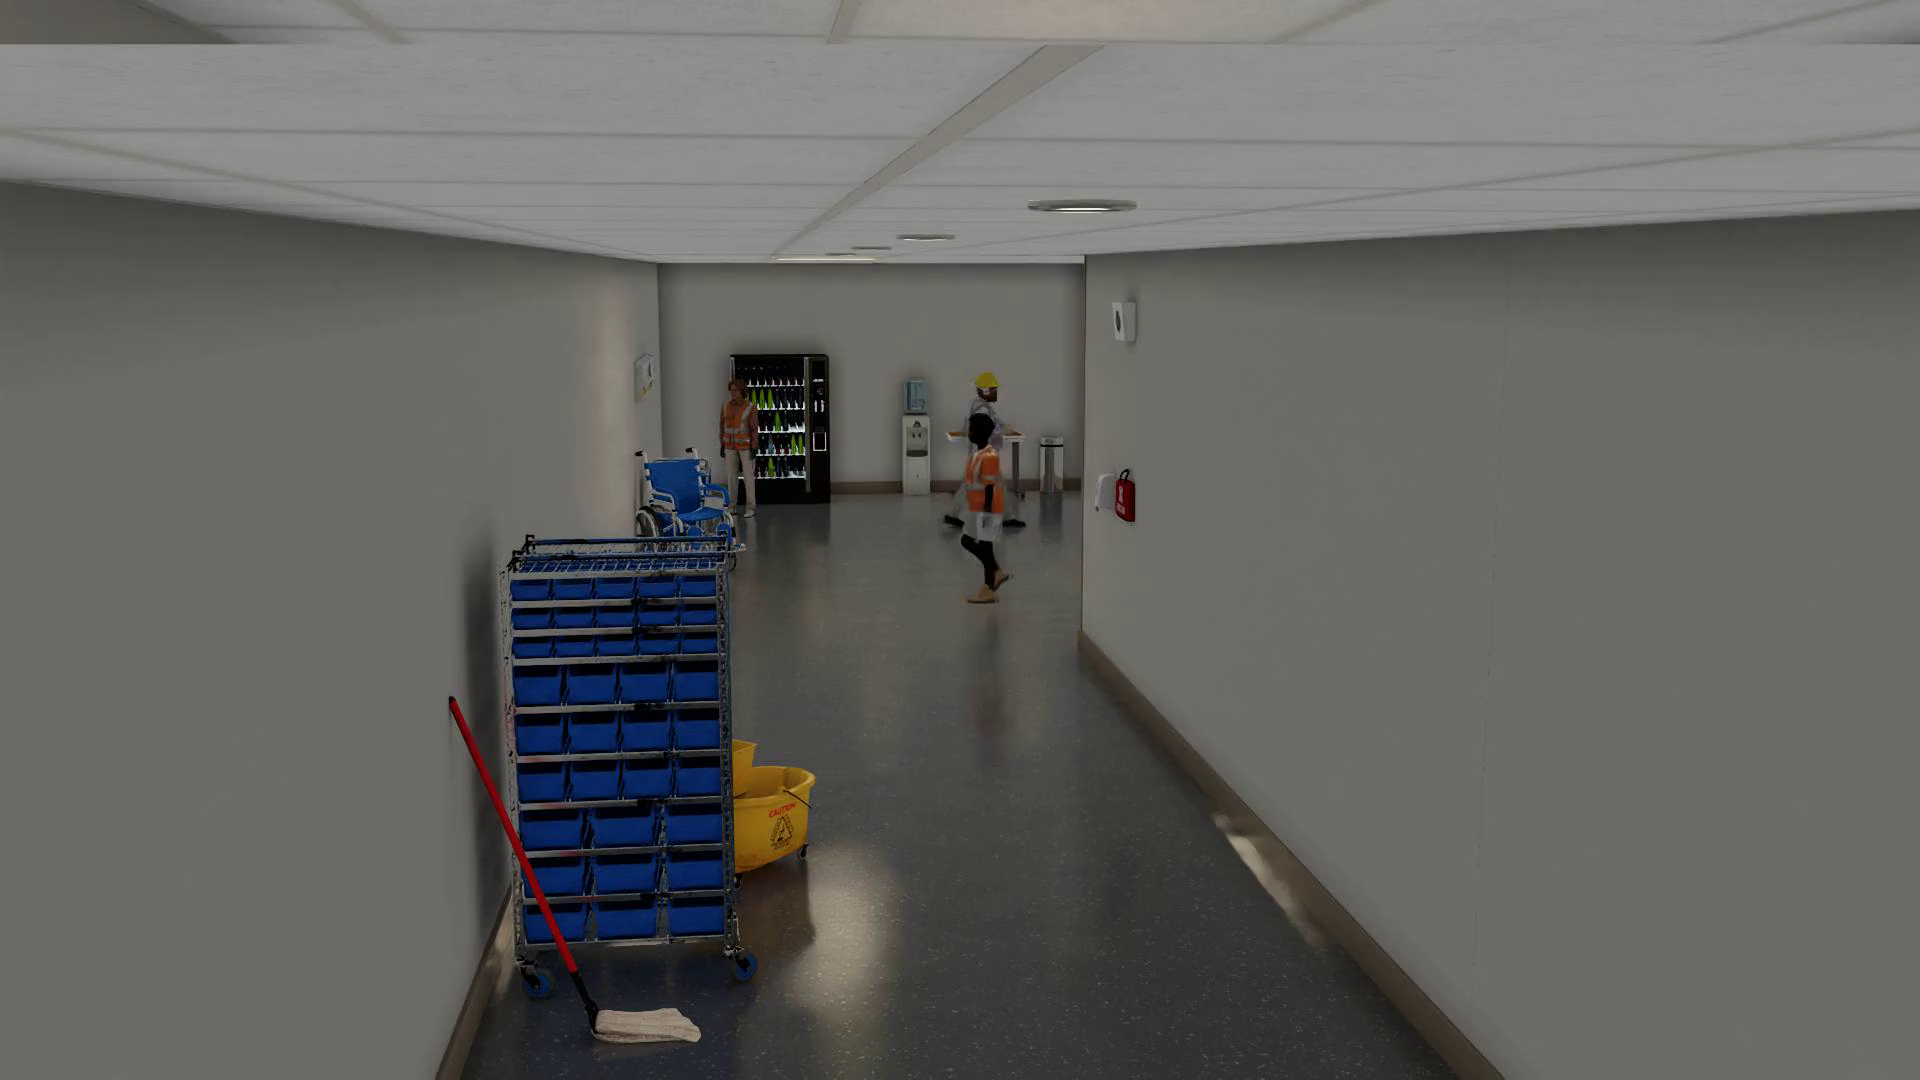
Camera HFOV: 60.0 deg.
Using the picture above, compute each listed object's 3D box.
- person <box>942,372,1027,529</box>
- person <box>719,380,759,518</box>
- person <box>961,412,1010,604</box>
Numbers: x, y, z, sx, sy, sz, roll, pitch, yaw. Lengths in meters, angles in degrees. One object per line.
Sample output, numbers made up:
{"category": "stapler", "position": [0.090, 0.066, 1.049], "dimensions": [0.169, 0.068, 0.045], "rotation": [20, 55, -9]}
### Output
{"category": "person", "position": [0.247, -1.003, 18.780], "dimensions": [0.947, 1.789, 0.602], "rotation": [1, 9, 5]}
{"category": "person", "position": [-2.622, -1.085, 19.741], "dimensions": [0.514, 1.641, 0.309], "rotation": [4, 10, 21]}
{"category": "person", "position": [0.211, -0.273, 14.542], "dimensions": [0.382, 1.685, 0.536], "rotation": [-3, 10, -18]}
